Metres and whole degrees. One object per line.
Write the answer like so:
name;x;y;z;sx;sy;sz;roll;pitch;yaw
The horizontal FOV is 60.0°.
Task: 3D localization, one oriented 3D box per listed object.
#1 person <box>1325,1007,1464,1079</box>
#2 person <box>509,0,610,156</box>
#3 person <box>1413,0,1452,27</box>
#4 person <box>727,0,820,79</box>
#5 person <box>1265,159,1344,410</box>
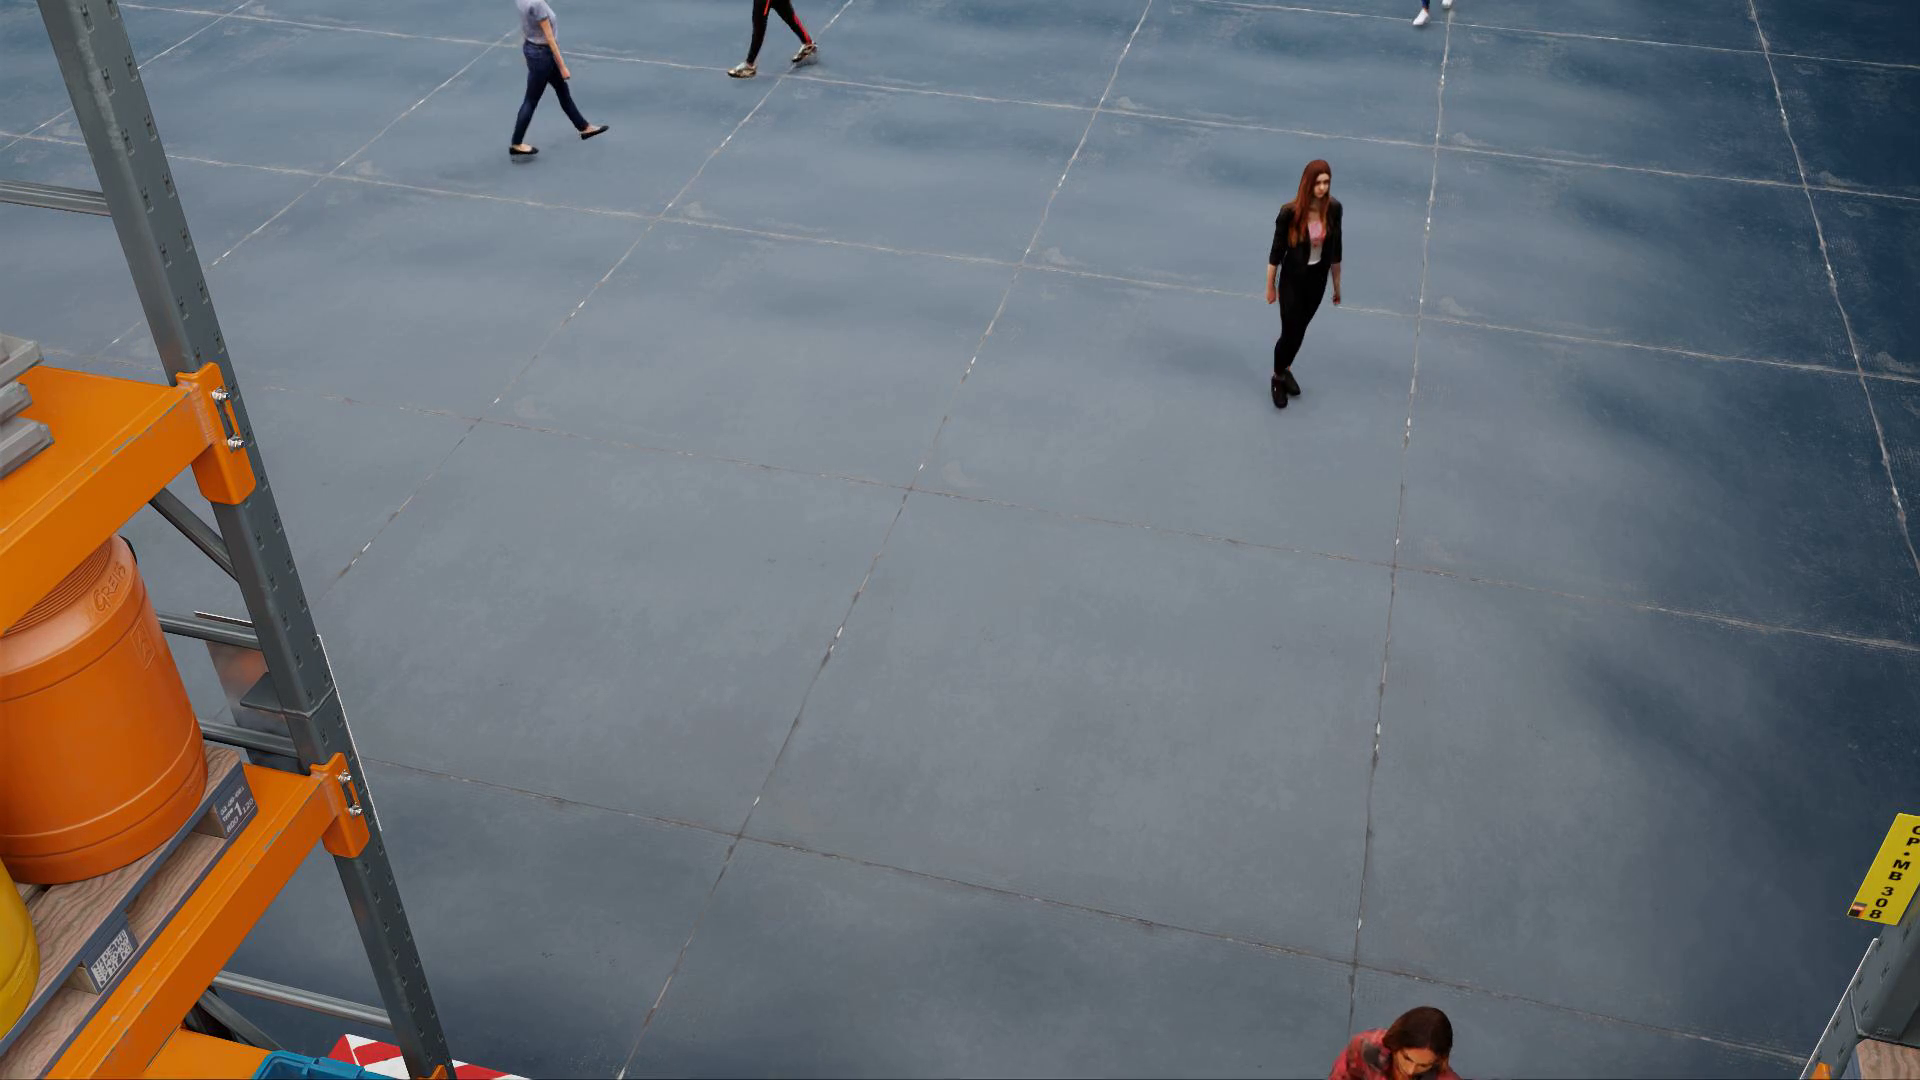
person;1.607;2.148;5.984;1.148;1.653;0.995;-27;45;-30
person;-3.558;-3.965;13.783;1.147;1.673;1.097;-19;42;-23
person;4.767;-5.964;16.269;0.829;1.757;1.068;23;43;26
person;-1.659;-5.154;15.231;1.254;1.761;1.171;-22;43;-25
person;2.213;-1.742;10.920;0.754;1.698;0.804;-11;39;-14
